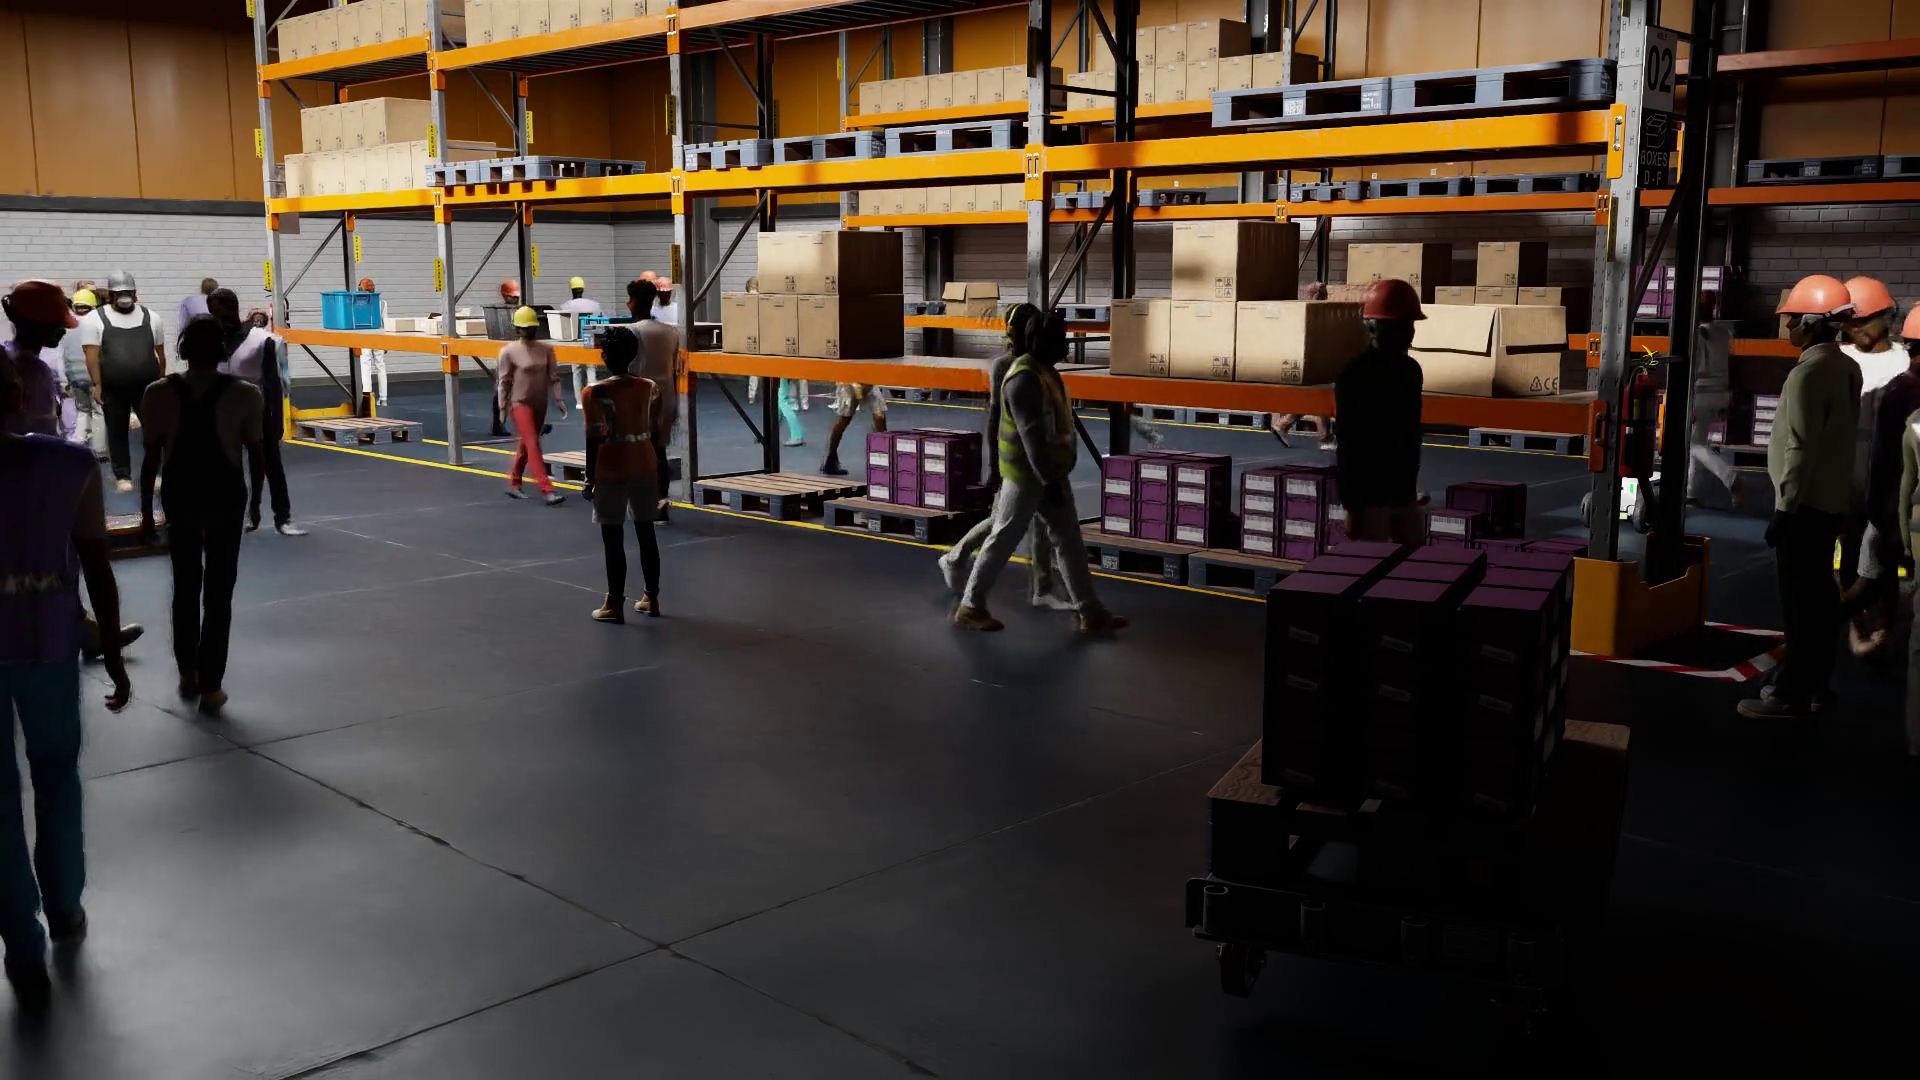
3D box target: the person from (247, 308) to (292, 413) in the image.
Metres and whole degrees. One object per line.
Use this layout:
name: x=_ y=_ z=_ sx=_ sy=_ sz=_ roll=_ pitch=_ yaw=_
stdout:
person: x=-7.151 y=-1.559 z=17.048 sx=0.541 sy=1.622 sz=0.482 roll=-7 pitch=12 yaw=-37

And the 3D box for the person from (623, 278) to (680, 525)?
person: x=-2.442 y=-1.065 z=13.036 sx=0.443 sy=1.952 sz=0.615 roll=8 pitch=13 yaw=42

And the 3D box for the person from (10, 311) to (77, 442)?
person: x=-10.103 y=-1.918 z=18.452 sx=0.660 sy=1.876 sz=0.647 roll=-4 pitch=10 yaw=-21

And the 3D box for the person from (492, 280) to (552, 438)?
person: x=-5.324 y=-2.148 z=19.855 sx=1.005 sy=1.878 sz=0.572 roll=7 pitch=12 yaw=37

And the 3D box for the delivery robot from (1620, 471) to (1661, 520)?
delivery robot: x=5.244 y=-0.413 z=12.999 sx=0.477 sy=0.478 sz=0.707 roll=9 pitch=13 yaw=44

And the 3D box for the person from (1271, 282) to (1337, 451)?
person: x=3.923 y=-1.932 z=18.541 sx=0.807 sy=1.884 sz=0.663 roll=2 pitch=9 yaw=9

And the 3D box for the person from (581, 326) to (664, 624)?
person: x=-1.931 y=-0.371 z=9.537 sx=0.317 sy=1.696 sz=0.537 roll=9 pitch=13 yaw=44

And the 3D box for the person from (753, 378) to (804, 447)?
person: x=-2.079 y=-1.924 z=18.975 sx=0.752 sy=1.736 sz=0.544 roll=4 pitch=10 yaw=24

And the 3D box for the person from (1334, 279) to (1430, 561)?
person: x=1.944 y=-0.205 z=7.655 sx=0.641 sy=1.974 sz=0.446 roll=-8 pitch=12 yaw=-41

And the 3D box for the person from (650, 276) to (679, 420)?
person: x=-3.799 y=-2.443 z=21.546 sx=0.560 sy=1.923 sz=0.506 roll=-3 pitch=10 yaw=-16

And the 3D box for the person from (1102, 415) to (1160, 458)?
person: x=1.805 y=-1.688 z=17.504 sx=0.608 sy=1.728 sz=0.489 roll=4 pitch=10 yaw=24

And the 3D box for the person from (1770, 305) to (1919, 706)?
person: x=4.222 y=-0.129 z=7.481 sx=0.975 sy=1.898 sz=0.567 roll=4 pitch=10 yaw=24

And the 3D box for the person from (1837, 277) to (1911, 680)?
person: x=4.552 y=-0.312 z=8.338 sx=0.640 sy=1.972 sz=1.082 roll=5 pitch=11 yaw=28

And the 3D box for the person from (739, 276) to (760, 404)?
person: x=-3.125 y=-3.000 z=25.007 sx=0.644 sy=1.914 sz=0.615 roll=-1 pitch=9 yaw=-3

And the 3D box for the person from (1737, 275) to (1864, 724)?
person: x=3.785 y=-0.178 z=7.442 sx=0.381 sy=1.994 sz=0.615 roll=9 pitch=13 yaw=44

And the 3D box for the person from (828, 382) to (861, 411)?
person: x=-1.534 y=-2.752 z=23.608 sx=0.690 sy=1.879 sz=0.441 roll=5 pitch=11 yaw=30

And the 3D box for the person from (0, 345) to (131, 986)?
person: x=-2.769 y=0.333 z=4.813 sx=0.606 sy=1.821 sz=0.670 roll=-6 pitch=11 yaw=-34

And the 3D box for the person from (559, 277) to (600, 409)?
person: x=-5.432 y=-2.817 z=23.872 sx=0.613 sy=1.910 sz=0.561 roll=-3 pitch=10 yaw=-20

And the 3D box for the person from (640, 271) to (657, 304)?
person: x=-4.590 y=-2.954 z=24.472 sx=0.392 sy=1.990 sz=0.614 roll=-1 pitch=9 yaw=-9

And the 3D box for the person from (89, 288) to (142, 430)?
person: x=-10.695 y=-2.265 z=20.894 sx=1.005 sy=1.779 sz=0.625 roll=0 pitch=9 yaw=-3

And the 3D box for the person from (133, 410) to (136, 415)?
person: x=-11.072 y=-2.473 z=21.973 sx=0.601 sy=1.848 sz=0.567 roll=0 pitch=9 yaw=2

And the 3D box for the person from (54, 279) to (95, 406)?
person: x=-11.752 y=-2.533 z=22.237 sx=0.586 sy=1.885 sz=0.644 roll=-3 pitch=10 yaw=-19

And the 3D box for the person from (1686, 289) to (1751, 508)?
person: x=6.265 y=-1.151 z=13.847 sx=0.591 sy=1.865 sz=0.743 roll=-7 pitch=11 yaw=-35

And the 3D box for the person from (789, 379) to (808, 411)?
person: x=-2.329 y=-2.624 z=23.567 sx=0.527 sy=1.619 sz=0.614 roll=-1 pitch=9 yaw=-6

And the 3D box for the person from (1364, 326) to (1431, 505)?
person: x=3.583 y=-1.143 z=13.967 sx=0.641 sy=1.791 sz=0.967 roll=-2 pitch=10 yaw=-15

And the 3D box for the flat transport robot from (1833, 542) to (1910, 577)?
flat transport robot: x=6.424 y=0.049 z=11.325 sx=0.652 sy=0.197 sz=1.431 roll=9 pitch=13 yaw=44

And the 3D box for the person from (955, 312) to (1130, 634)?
person: x=0.423 y=-0.357 z=9.192 sx=0.983 sy=1.798 sz=0.638 roll=4 pitch=10 yaw=24

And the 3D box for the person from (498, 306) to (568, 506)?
person: x=-3.696 y=-1.152 z=14.313 sx=0.955 sy=1.704 sz=0.530 roll=8 pitch=12 yaw=40

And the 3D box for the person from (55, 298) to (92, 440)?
person: x=-10.526 y=-2.002 z=19.554 sx=0.411 sy=1.685 sz=0.556 roll=-5 pitch=11 yaw=-30

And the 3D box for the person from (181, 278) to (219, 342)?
person: x=-11.039 y=-2.875 z=24.308 sx=0.730 sy=1.893 sz=0.434 roll=3 pitch=10 yaw=16

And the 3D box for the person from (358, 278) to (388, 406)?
person: x=-8.673 y=-2.894 z=24.439 sx=0.353 sy=1.883 sz=0.578 roll=9 pitch=13 yaw=44

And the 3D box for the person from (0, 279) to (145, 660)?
person: x=-4.635 y=-0.304 z=8.300 sx=0.897 sy=1.972 sz=0.669 roll=-7 pitch=12 yaw=-37

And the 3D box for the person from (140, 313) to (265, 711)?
person: x=-3.524 y=-0.147 z=7.803 sx=0.533 sy=1.809 sz=0.742 roll=-2 pitch=10 yaw=-15

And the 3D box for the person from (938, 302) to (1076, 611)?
person: x=0.275 y=-0.503 z=9.966 sx=0.873 sy=1.840 sz=0.513 roll=7 pitch=12 yaw=38

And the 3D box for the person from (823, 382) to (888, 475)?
person: x=-0.948 y=-1.537 z=16.142 sx=1.013 sy=1.885 sz=0.562 roll=8 pitch=12 yaw=40

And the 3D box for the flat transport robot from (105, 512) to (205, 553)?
flat transport robot: x=-6.031 y=-0.036 z=11.842 sx=0.652 sy=0.197 sz=1.431 roll=9 pitch=13 yaw=44

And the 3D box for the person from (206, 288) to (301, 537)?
person: x=-5.340 y=-0.919 z=12.356 sx=0.638 sy=1.874 sz=0.687 roll=1 pitch=9 yaw=8

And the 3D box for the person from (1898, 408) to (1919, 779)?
person: x=4.074 y=0.047 z=6.637 sx=0.726 sy=1.800 sz=0.623 roll=-8 pitch=12 yaw=-39

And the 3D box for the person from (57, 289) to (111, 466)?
person: x=-8.916 y=-1.657 z=17.076 sx=0.590 sy=1.816 sz=0.418 roll=0 pitch=9 yaw=2

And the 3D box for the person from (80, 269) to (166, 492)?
person: x=-7.493 y=-1.431 z=14.987 sx=0.696 sy=2.000 sz=0.757 roll=-6 pitch=11 yaw=-35
